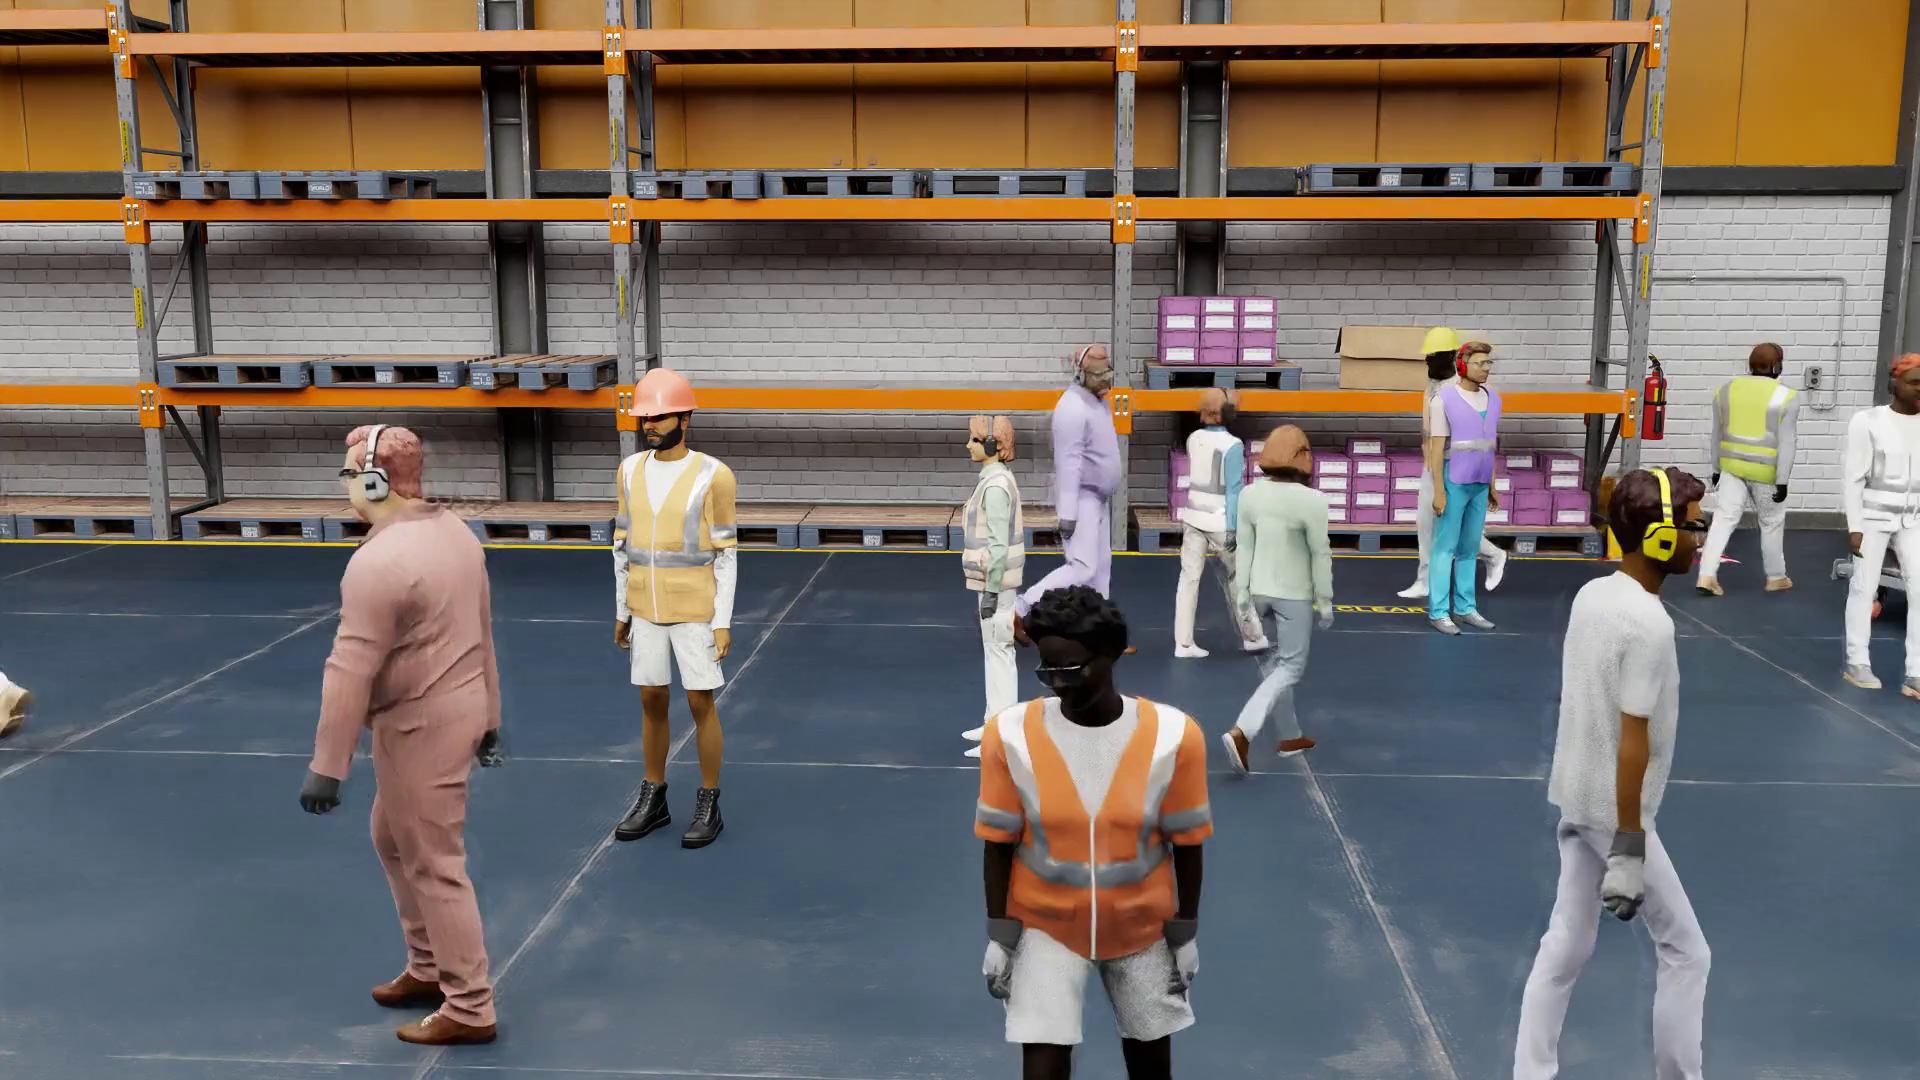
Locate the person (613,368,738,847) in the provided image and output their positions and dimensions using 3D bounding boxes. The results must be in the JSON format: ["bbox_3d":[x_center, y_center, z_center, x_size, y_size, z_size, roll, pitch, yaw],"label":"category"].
[{"bbox_3d":[-1.164,0.277,6.716,0.543,1.939,0.360,3,10,19],"label":"person"}]

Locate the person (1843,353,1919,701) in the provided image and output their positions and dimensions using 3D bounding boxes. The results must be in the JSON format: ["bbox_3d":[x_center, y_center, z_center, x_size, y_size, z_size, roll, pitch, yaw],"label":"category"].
[{"bbox_3d":[5.052,-0.059,8.932,0.584,1.854,0.808,1,10,4],"label":"person"}]

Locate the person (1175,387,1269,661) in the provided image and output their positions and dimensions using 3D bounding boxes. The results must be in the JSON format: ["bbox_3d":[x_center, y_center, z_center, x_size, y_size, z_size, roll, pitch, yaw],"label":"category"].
[{"bbox_3d":[1.582,-0.096,9.839,0.770,1.606,0.536,-6,11,-30],"label":"person"}]

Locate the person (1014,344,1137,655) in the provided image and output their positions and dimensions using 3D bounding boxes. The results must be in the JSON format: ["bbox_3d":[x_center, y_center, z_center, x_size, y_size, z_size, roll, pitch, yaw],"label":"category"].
[{"bbox_3d":[0.664,-0.226,9.832,0.698,1.878,0.681,3,10,15],"label":"person"}]

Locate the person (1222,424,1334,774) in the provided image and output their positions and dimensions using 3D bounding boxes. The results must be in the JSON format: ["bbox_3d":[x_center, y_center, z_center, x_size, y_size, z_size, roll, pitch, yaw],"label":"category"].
[{"bbox_3d":[1.461,0.267,7.712,0.736,1.609,0.504,-8,12,-39],"label":"person"}]

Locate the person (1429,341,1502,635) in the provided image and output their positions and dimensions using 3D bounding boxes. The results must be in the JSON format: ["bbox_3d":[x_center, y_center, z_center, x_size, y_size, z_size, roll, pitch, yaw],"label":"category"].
[{"bbox_3d":[3.195,-0.336,10.567,0.566,1.850,0.389,-6,11,-32],"label":"person"}]

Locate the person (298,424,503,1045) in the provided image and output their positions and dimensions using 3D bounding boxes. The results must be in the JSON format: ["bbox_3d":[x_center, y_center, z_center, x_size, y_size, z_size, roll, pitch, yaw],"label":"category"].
[{"bbox_3d":[-1.687,0.597,5.019,0.634,1.884,0.681,0,10,3],"label":"person"}]

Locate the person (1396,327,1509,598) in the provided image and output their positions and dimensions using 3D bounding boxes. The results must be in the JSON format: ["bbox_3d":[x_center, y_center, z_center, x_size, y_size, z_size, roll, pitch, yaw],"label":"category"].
[{"bbox_3d":[3.437,-0.527,11.528,0.691,1.902,0.594,-3,10,-16],"label":"person"}]

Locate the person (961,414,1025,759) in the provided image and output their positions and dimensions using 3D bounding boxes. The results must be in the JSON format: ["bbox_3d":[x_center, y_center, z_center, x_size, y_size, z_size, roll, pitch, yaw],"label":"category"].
[{"bbox_3d":[0.157,0.217,7.941,0.306,1.640,0.522,0,10,0],"label":"person"}]

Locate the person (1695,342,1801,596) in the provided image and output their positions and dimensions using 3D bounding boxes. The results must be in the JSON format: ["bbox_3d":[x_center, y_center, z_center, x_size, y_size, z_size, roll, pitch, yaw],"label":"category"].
[{"bbox_3d":[5.549,-0.491,11.672,0.983,1.797,0.636,-8,12,-38],"label":"person"}]

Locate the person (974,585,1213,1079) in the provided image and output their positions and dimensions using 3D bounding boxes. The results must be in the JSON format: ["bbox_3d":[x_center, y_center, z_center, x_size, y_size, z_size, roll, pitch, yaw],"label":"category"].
[{"bbox_3d":[0.301,0.908,3.819,0.545,1.660,0.484,0,10,1],"label":"person"}]

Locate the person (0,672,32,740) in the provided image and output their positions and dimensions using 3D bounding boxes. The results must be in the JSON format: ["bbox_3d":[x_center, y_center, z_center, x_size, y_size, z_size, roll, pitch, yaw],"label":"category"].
[{"bbox_3d":[-4.834,0.155,7.796,0.589,1.824,0.629,1,10,4],"label":"person"}]

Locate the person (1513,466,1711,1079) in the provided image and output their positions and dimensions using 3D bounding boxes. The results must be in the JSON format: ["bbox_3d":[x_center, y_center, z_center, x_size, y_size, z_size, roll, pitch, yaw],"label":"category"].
[{"bbox_3d":[1.837,0.728,4.345,0.797,1.841,0.564,0,10,-1],"label":"person"}]
